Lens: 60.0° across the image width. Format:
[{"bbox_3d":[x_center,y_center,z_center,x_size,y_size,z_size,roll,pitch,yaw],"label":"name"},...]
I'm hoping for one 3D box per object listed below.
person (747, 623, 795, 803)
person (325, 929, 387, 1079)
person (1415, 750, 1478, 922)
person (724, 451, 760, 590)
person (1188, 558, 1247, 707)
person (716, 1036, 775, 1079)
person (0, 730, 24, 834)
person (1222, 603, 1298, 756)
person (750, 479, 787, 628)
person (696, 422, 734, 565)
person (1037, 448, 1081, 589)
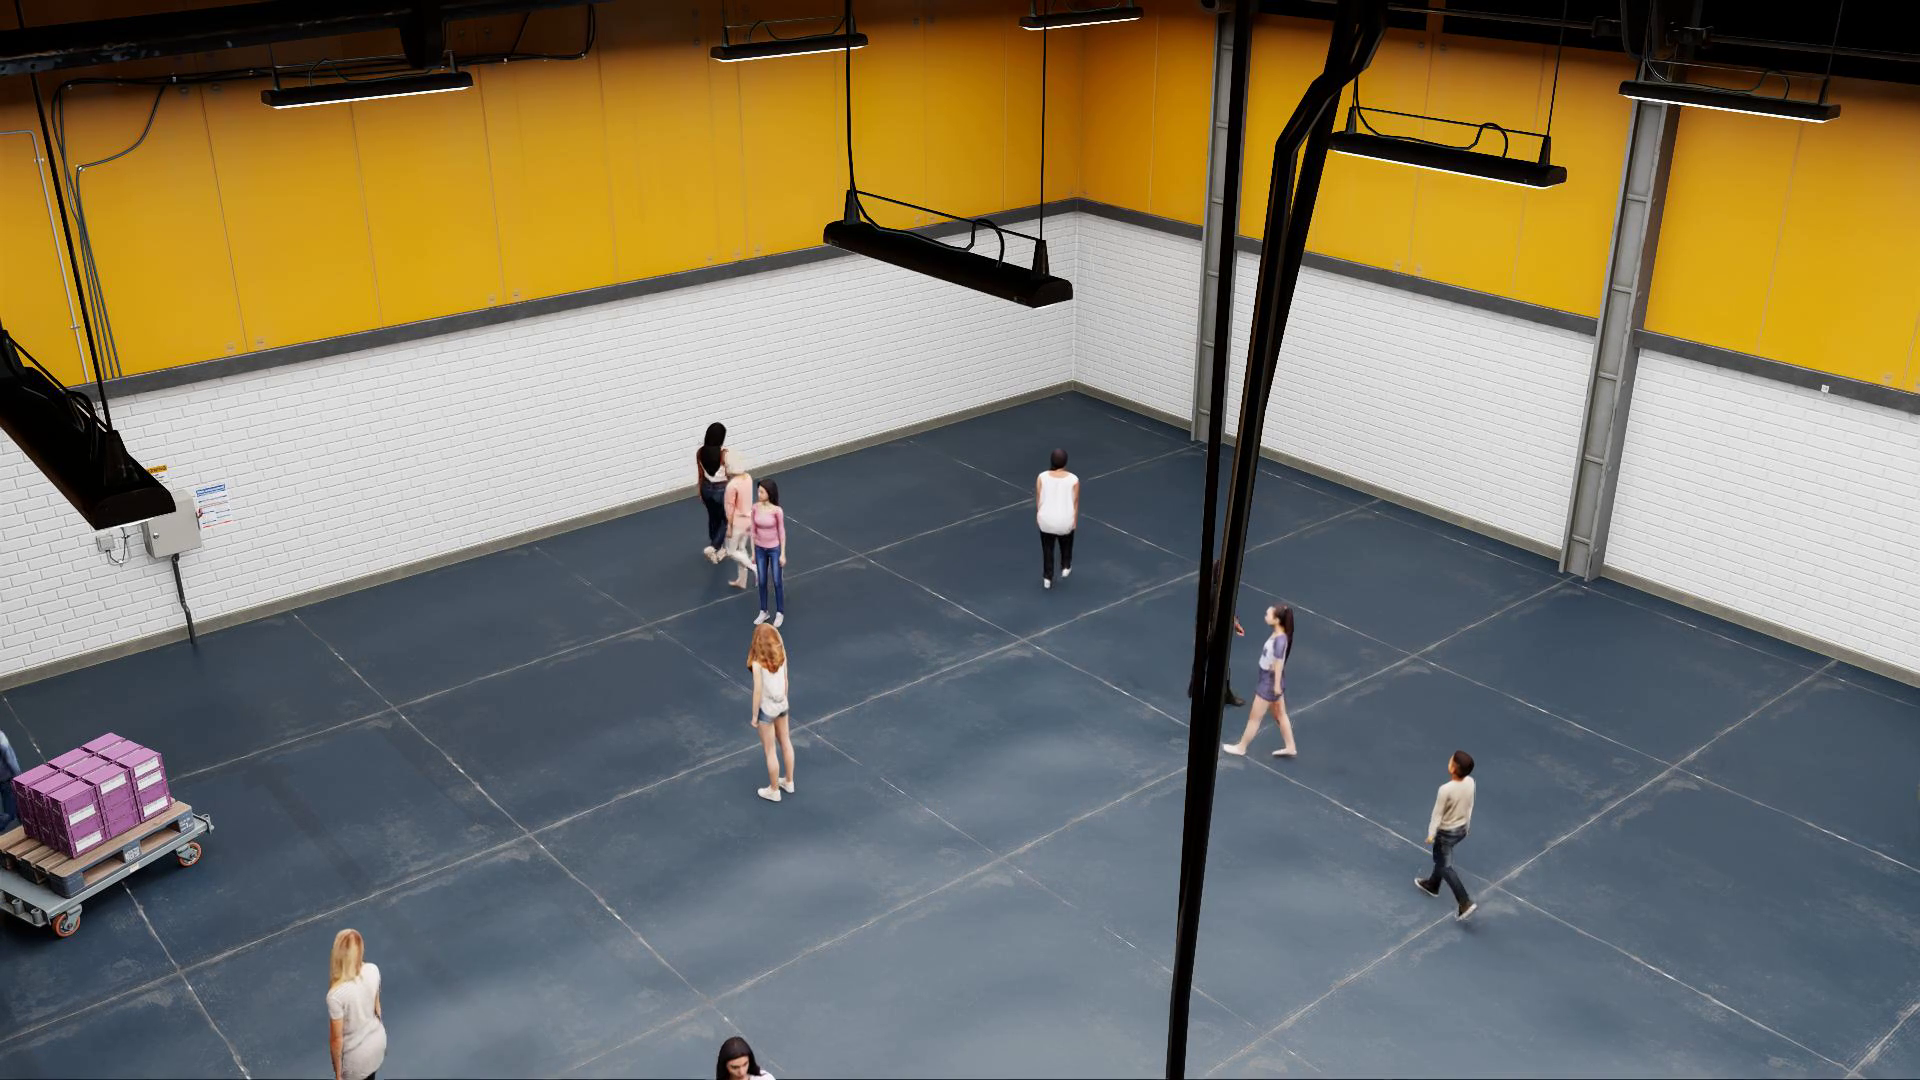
[{"bbox_3d":[-1.695,1.566,15.147,0.539,1.755,0.592,21,31,40],"label":"person"},{"bbox_3d":[-3.853,3.389,10.921,1.047,1.798,0.867,10,25,21],"label":"person"},{"bbox_3d":[4.047,2.416,13.590,0.624,1.443,0.950,-14,27,-29],"label":"person"},{"bbox_3d":[-2.479,-0.191,19.220,0.913,1.711,0.800,10,26,22],"label":"person"},{"bbox_3d":[2.499,0.895,16.853,0.933,1.616,0.782,9,25,20],"label":"person"},{"bbox_3d":[-1.362,3.727,10.213,0.793,1.746,1.060,-11,26,-23],"label":"person"},{"bbox_3d":[-8.318,2.080,14.344,0.954,1.454,0.812,14,27,29],"label":"person"},{"bbox_3d":[3.045,1.363,15.778,1.035,1.620,0.899,7,25,15],"label":"person"},{"bbox_3d":[-2.116,0.119,18.473,0.594,1.742,0.707,9,25,20],"label":"person"},{"bbox_3d":[-2.922,-0.504,19.842,0.938,1.787,0.900,11,26,23],"label":"person"},{"bbox_3d":[1.114,-0.235,19.376,0.923,1.667,0.972,3,24,7],"label":"person"}]
